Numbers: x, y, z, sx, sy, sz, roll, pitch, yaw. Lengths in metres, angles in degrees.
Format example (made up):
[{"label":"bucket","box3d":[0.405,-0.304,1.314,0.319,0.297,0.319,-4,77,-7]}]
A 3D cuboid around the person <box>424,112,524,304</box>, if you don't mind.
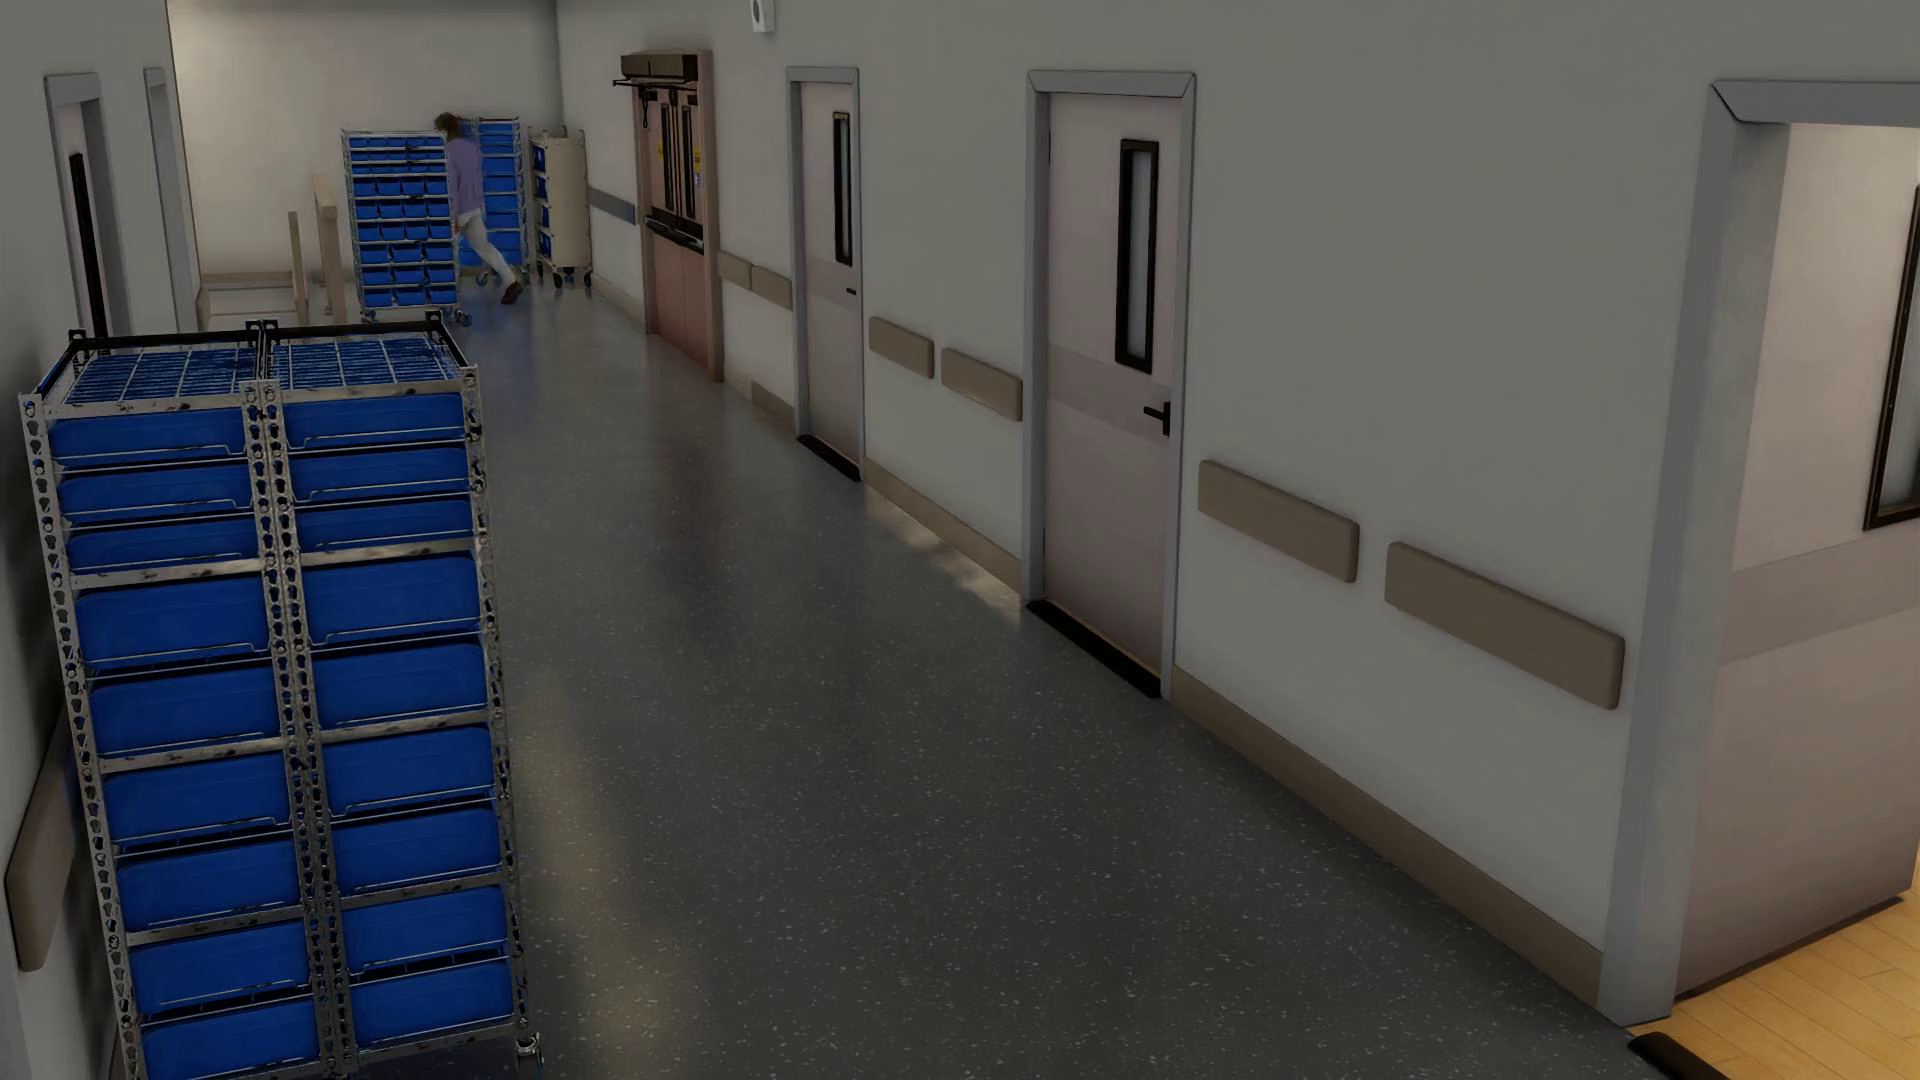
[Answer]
[{"label":"person","box3d":[-4.849,-3.246,16.375,1.029,1.894,0.647,4,17,15]}]
